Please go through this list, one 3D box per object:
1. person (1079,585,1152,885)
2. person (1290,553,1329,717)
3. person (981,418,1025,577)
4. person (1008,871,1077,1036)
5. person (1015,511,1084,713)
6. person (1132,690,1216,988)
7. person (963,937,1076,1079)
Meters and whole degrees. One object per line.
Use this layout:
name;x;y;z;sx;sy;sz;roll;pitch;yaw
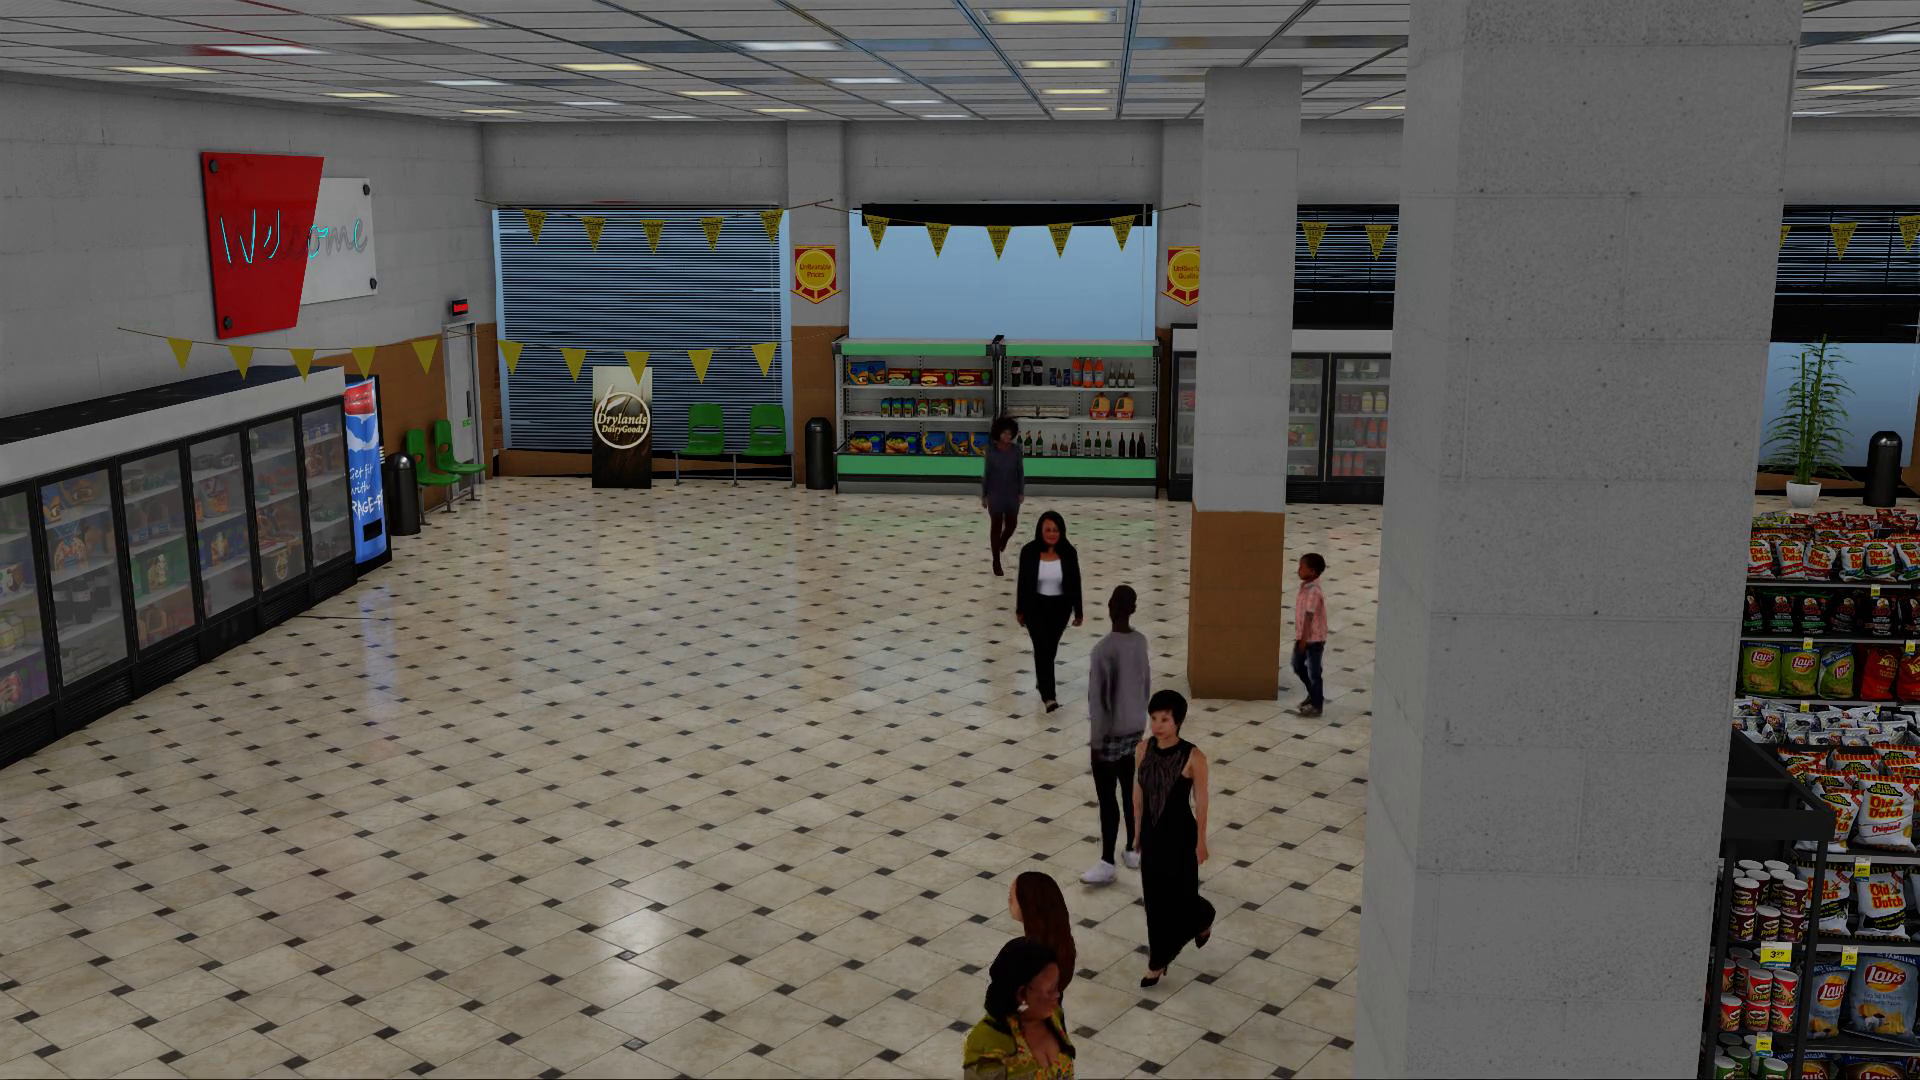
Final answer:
person;0.956;1.168;9.978;0.871;1.755;0.856;8;14;34
person;2.827;0.750;13.074;0.539;1.298;0.546;-1;12;-3
person;0.450;-0.481;17.969;0.906;1.689;0.811;-1;12;-5
person;0.353;2.018;6.624;0.934;1.473;0.808;8;14;34
person;0.692;0.559;13.324;1.106;1.568;0.928;-2;12;-11
person;1.129;1.532;8.657;0.836;1.587;0.859;9;15;37
person;0.117;2.122;5.719;0.942;1.644;0.903;10;15;39
